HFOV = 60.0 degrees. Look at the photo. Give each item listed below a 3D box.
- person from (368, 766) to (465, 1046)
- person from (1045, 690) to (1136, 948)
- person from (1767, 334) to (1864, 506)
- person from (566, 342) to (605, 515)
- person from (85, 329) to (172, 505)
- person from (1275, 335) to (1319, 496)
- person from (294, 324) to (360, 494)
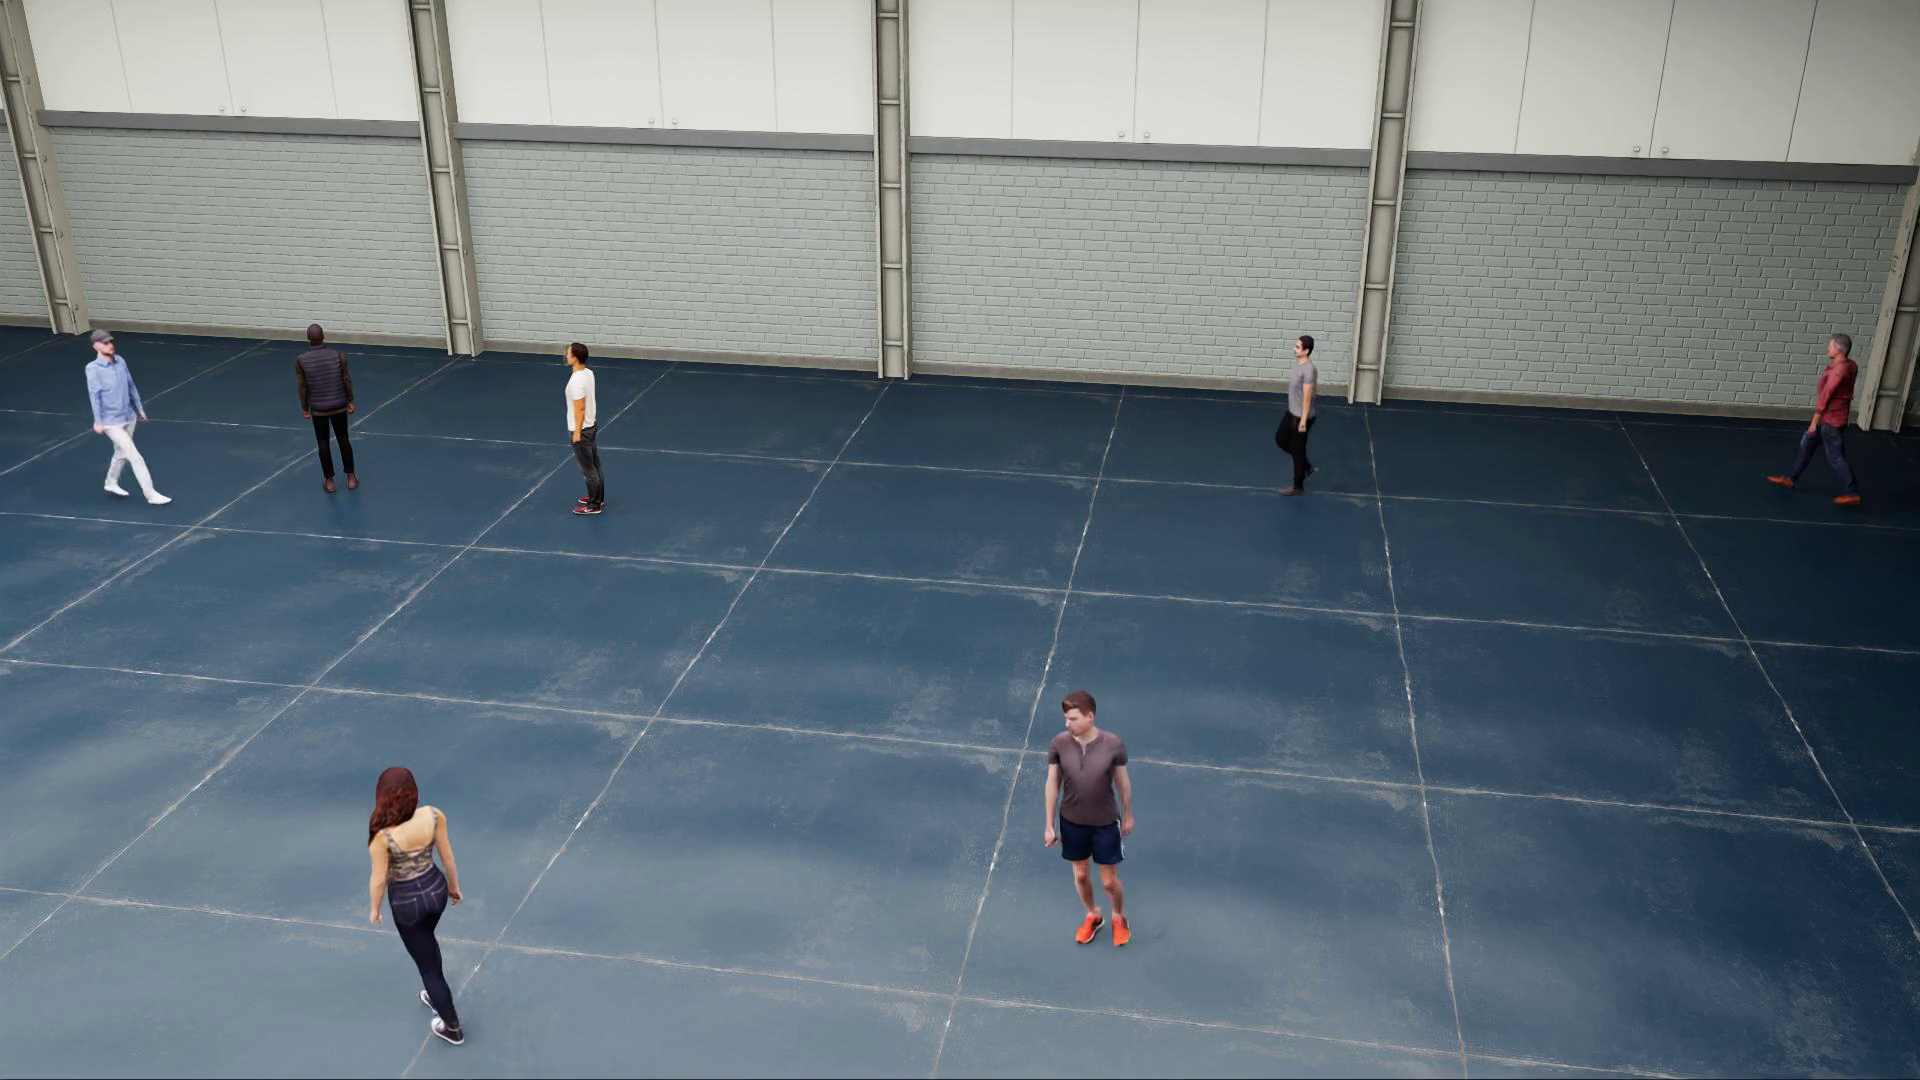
[{"bbox_3d":[-3.020,2.125,9.475,0.893,1.750,0.816,18,29,36],"label":"person"},{"bbox_3d":[0.852,1.716,10.346,0.621,1.821,0.787,1,23,2],"label":"person"},{"bbox_3d":[9.138,-1.201,17.263,1.339,1.776,1.142,21,31,40],"label":"person"},{"bbox_3d":[-3.872,-1.164,17.141,0.578,1.804,0.673,1,23,1],"label":"person"},{"bbox_3d":[-8.832,-1.269,17.335,1.165,1.846,0.760,7,24,17],"label":"person"},{"bbox_3d":[3.677,-1.324,17.593,0.783,1.743,0.730,-2,23,-4],"label":"person"},{"bbox_3d":[-6.723,-1.413,17.684,0.728,1.836,0.836,-10,25,-23],"label":"person"}]
